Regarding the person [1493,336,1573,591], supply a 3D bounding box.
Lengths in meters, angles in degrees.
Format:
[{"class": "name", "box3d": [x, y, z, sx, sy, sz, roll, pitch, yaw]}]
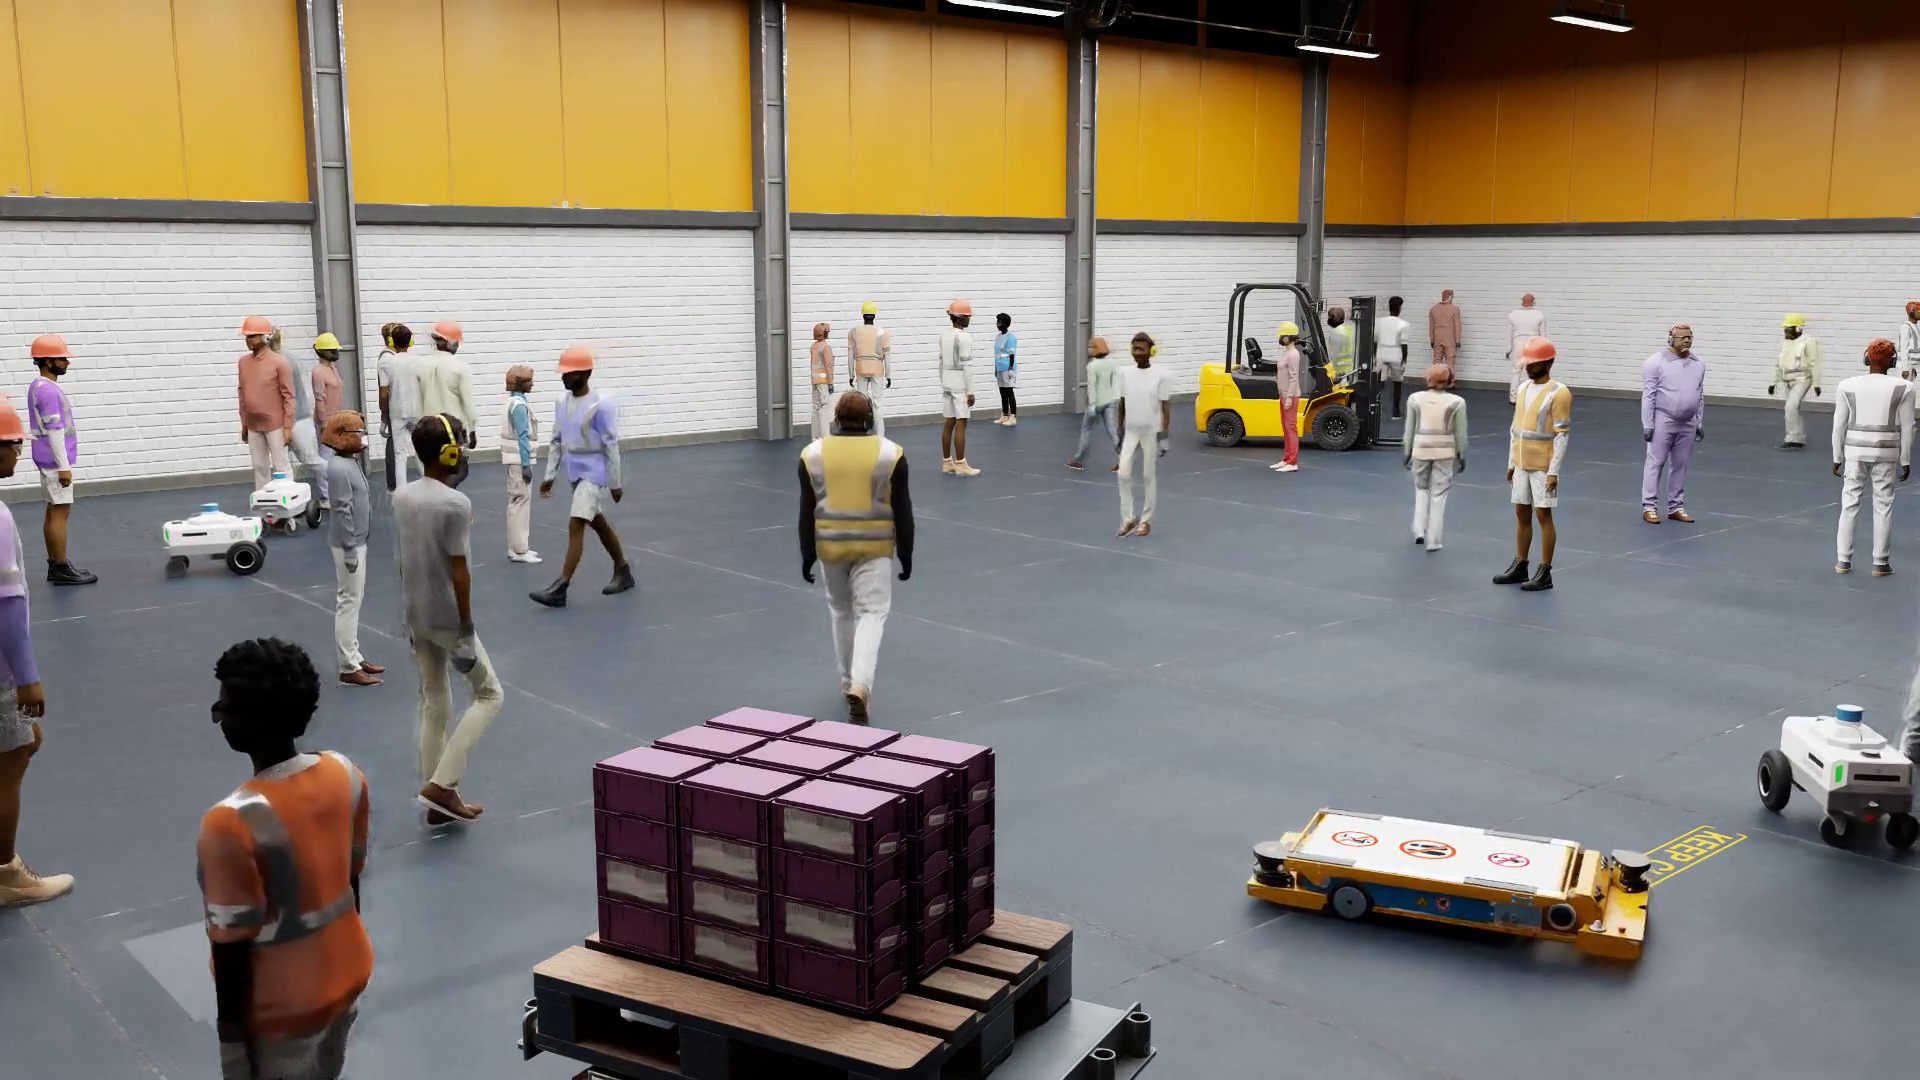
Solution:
[{"class": "person", "box3d": [4.363, -0.581, 12.654, 0.362, 1.934, 0.543, -4, 11, -23]}]

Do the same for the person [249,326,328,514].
[{"class": "person", "box3d": [-6.421, -1.155, 16.170, 0.931, 1.902, 0.662, -5, 11, -26]}]

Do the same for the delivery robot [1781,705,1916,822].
[{"class": "delivery robot", "box3d": [3.902, 0.970, 7.328, 0.477, 0.478, 0.707, 1, 10, 8]}]

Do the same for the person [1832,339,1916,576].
[{"class": "person", "box3d": [7.243, -0.651, 13.213, 0.575, 1.883, 0.355, 7, 12, 35]}]

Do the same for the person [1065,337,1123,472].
[{"class": "person", "box3d": [1.646, -1.598, 19.613, 0.881, 1.587, 0.513, 9, 13, 42]}]

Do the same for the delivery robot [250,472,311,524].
[{"class": "delivery robot", "box3d": [-6.215, -0.378, 15.222, 0.477, 0.478, 0.707, -1, 10, -3]}]

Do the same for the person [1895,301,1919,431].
[{"class": "person", "box3d": [13.662, -2.484, 23.950, 0.355, 1.882, 0.575, 8, 12, 38]}]

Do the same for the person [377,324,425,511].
[{"class": "person", "box3d": [-5.479, -1.188, 16.426, 0.517, 1.862, 0.334, -5, 11, -28]}]

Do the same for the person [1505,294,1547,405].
[{"class": "person", "box3d": [9.624, -3.229, 28.281, 0.677, 1.897, 0.400, 4, 11, 23]}]

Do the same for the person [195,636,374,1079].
[{"class": "person", "box3d": [-1.469, 1.050, 3.838, 0.635, 1.681, 0.533, 2, 10, 11]}]

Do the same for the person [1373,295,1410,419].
[{"class": "person", "box3d": [6.611, -2.799, 25.640, 0.606, 1.940, 0.855, 6, 11, 32]}]

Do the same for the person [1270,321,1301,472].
[{"class": "person", "box3d": [3.855, -1.685, 19.601, 0.304, 1.771, 0.523, 0, 10, 0]}]

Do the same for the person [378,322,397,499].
[{"class": "person", "box3d": [-5.914, -1.355, 17.440, 0.333, 1.844, 0.515, -4, 10, -21]}]

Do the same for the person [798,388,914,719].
[{"class": "person", "box3d": [-0.584, 0.065, 9.258, 0.637, 1.813, 0.894, 1, 10, 7]}]

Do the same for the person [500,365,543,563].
[{"class": "person", "box3d": [-3.654, -0.627, 13.834, 0.311, 1.635, 0.546, -4, 11, -24]}]

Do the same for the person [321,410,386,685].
[{"class": "person", "box3d": [-3.606, 0.043, 9.880, 0.278, 1.633, 0.507, -2, 10, -14]}]

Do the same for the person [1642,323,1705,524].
[{"class": "person", "box3d": [6.791, -1.106, 15.809, 0.639, 1.908, 0.409, -2, 10, -12]}]

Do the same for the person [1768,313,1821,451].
[{"class": "person", "box3d": [10.801, -2.042, 21.602, 0.705, 1.801, 0.664, -2, 10, -12]}]

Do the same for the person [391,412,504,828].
[{"class": "person", "box3d": [-2.264, 0.364, 7.360, 0.540, 1.854, 0.386, 6, 11, 32]}]

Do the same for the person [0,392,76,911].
[{"class": "person", "box3d": [-3.726, 0.443, 6.373, 0.488, 2.027, 0.619, -9, 13, -42]}]

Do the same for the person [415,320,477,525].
[{"class": "person", "box3d": [-4.738, -1.029, 15.219, 0.618, 1.964, 0.803, 3, 10, 20]}]

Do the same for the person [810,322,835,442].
[{"class": "person", "box3d": [-1.852, -2.102, 22.407, 0.307, 1.644, 0.522, -6, 11, -31]}]

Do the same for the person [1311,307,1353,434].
[{"class": "person", "box3d": [5.155, -2.334, 23.227, 0.753, 1.817, 0.644, 4, 10, 22]}]

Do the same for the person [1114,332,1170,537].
[{"class": "person", "box3d": [1.597, -0.929, 14.928, 0.554, 1.848, 0.642, 5, 11, 26]}]

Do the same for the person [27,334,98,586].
[{"class": "person", "box3d": [-6.961, -0.616, 12.849, 0.355, 1.938, 0.545, -7, 12, -36]}]

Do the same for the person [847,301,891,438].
[{"class": "person", "box3d": [-1.218, -2.259, 22.492, 0.594, 1.926, 0.370, 1, 10, 8]}]

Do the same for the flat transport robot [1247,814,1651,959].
[{"class": "flat transport robot", "box3d": [1.903, 1.304, 6.477, 1.431, 0.197, 0.652, 4, 11, 24]}]

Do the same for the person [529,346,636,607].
[{"class": "person", "box3d": [-2.769, -0.477, 12.205, 0.546, 1.888, 1.013, 8, 13, 39]}]

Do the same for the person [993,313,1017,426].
[{"class": "person", "box3d": [0.678, -2.555, 24.929, 0.320, 1.693, 0.537, -5, 11, -25]}]

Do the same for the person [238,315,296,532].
[{"class": "person", "box3d": [-6.393, -1.066, 15.311, 0.612, 1.995, 0.392, 4, 10, 22]}]

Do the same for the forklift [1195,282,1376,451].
[{"class": "forklift", "box3d": [4.328, -2.346, 22.227, 2.313, 2.155, 1.214, 3, 10, 16]}]

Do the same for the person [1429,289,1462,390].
[{"class": "person", "box3d": [9.222, -3.793, 31.559, 0.637, 1.902, 0.406, 9, 13, 44]}]

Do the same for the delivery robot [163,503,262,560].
[{"class": "delivery robot", "box3d": [-5.970, -0.048, 13.293, 0.707, 0.478, 0.477, -4, 10, -20]}]

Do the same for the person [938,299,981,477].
[{"class": "person", "box3d": [-0.011, -1.756, 19.209, 0.389, 2.045, 0.606, -6, 11, -31]}]

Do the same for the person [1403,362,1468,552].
[{"class": "person", "box3d": [4.104, -0.713, 14.335, 0.539, 1.622, 0.443, 6, 11, 30]}]

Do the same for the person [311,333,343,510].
[{"class": "person", "box3d": [-6.314, -1.188, 16.695, 0.314, 1.769, 0.524, 0, 10, -2]}]

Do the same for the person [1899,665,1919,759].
[{"class": "person", "box3d": [5.118, 0.269, 8.366, 0.883, 1.692, 0.508, -5, 11, -26]}]
